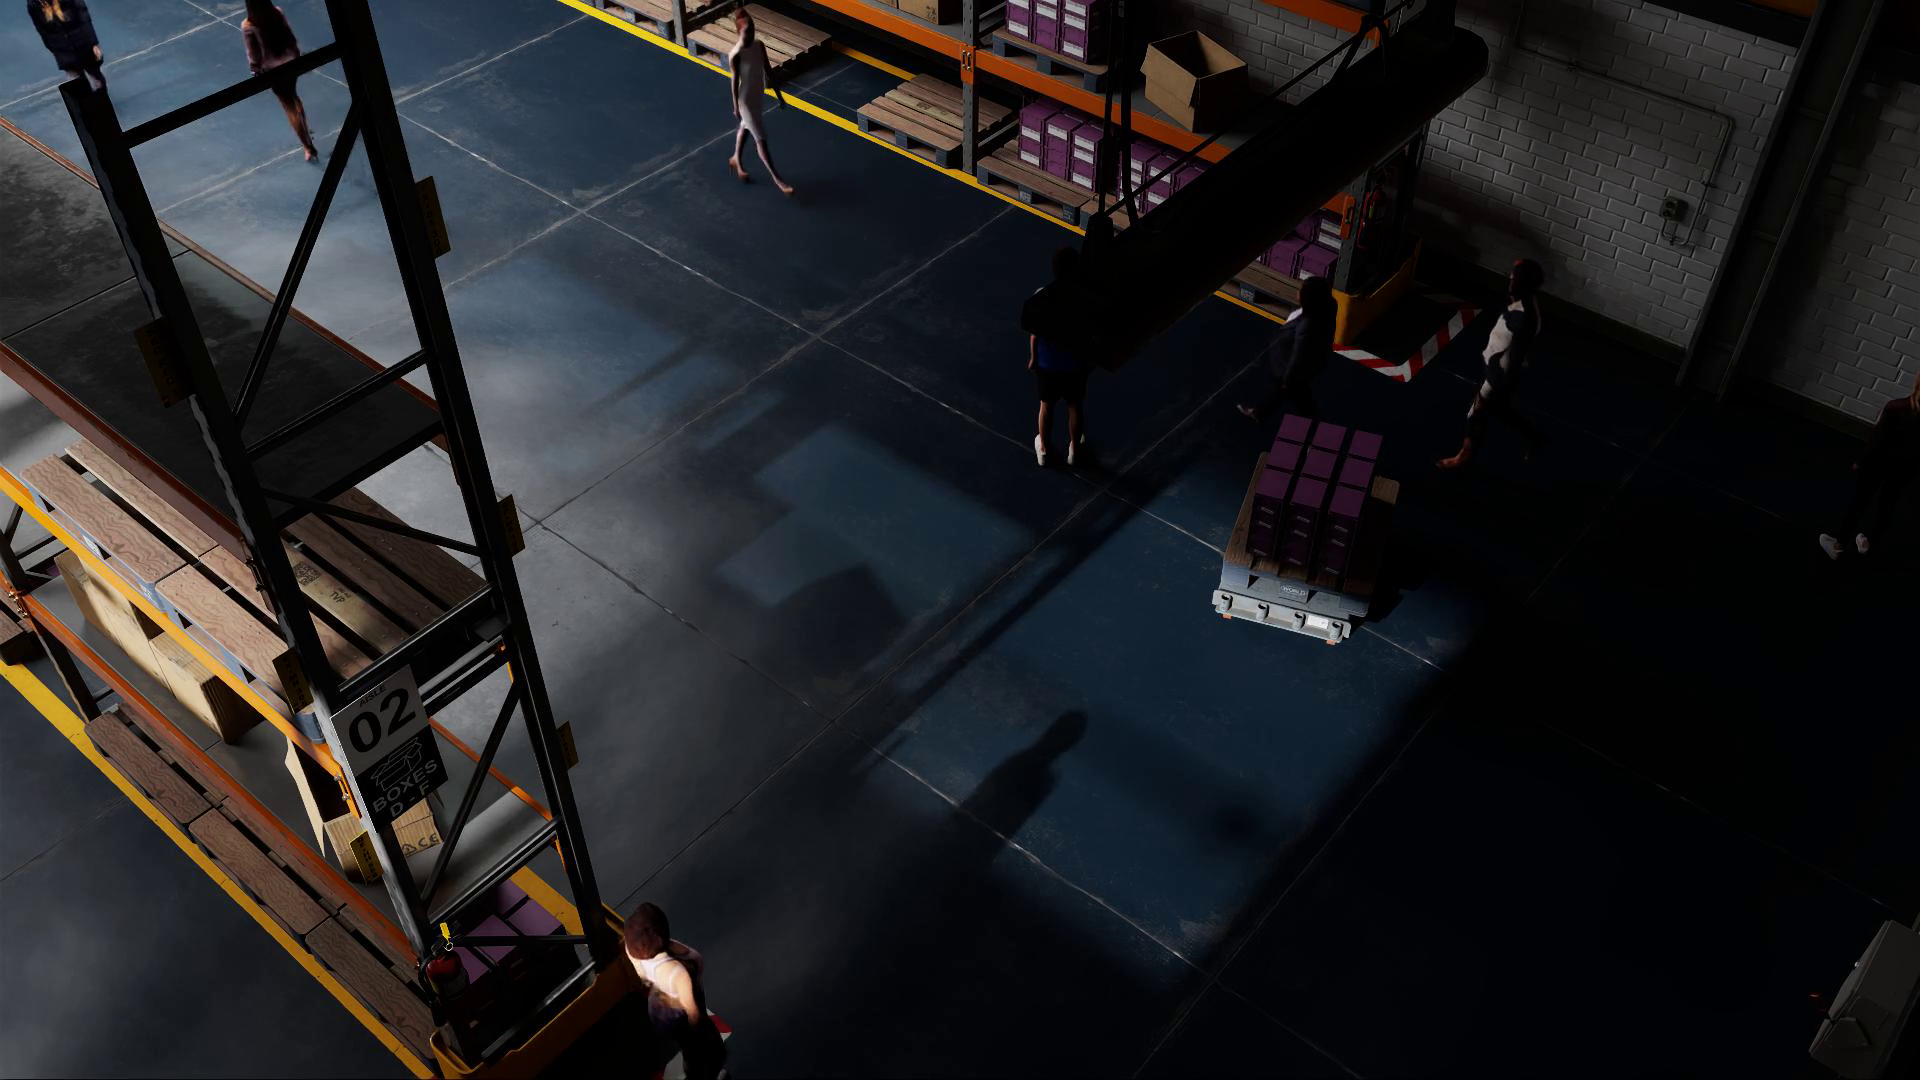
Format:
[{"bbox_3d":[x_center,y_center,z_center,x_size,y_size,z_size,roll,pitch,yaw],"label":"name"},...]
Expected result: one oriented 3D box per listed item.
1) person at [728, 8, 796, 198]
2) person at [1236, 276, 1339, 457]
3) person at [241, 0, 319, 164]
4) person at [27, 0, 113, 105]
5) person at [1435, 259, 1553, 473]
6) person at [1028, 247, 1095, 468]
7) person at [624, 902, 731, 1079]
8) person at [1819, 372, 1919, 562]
[{"bbox_3d":[-1.970,-4.008,15.170,1.039,1.753,0.624,26,50,25],"label":"person"},{"bbox_3d":[2.620,-1.258,12.431,1.122,1.549,0.799,21,48,21],"label":"person"},{"bbox_3d":[-6.247,-4.306,15.450,0.607,1.799,0.640,30,51,28],"label":"person"},{"bbox_3d":[-8.551,-4.797,16.083,0.993,1.636,1.196,-15,46,-15],"label":"person"},{"bbox_3d":[4.051,-1.205,12.143,1.164,1.869,0.987,8,44,8],"label":"person"},{"bbox_3d":[0.750,-1.338,12.285,0.718,1.866,0.802,2,44,2],"label":"person"},{"bbox_3d":[-1.464,2.465,8.380,0.804,1.747,0.734,25,49,24],"label":"person"},{"bbox_3d":[6.468,-0.528,11.552,0.644,1.705,0.735,1,44,2],"label":"person"}]
